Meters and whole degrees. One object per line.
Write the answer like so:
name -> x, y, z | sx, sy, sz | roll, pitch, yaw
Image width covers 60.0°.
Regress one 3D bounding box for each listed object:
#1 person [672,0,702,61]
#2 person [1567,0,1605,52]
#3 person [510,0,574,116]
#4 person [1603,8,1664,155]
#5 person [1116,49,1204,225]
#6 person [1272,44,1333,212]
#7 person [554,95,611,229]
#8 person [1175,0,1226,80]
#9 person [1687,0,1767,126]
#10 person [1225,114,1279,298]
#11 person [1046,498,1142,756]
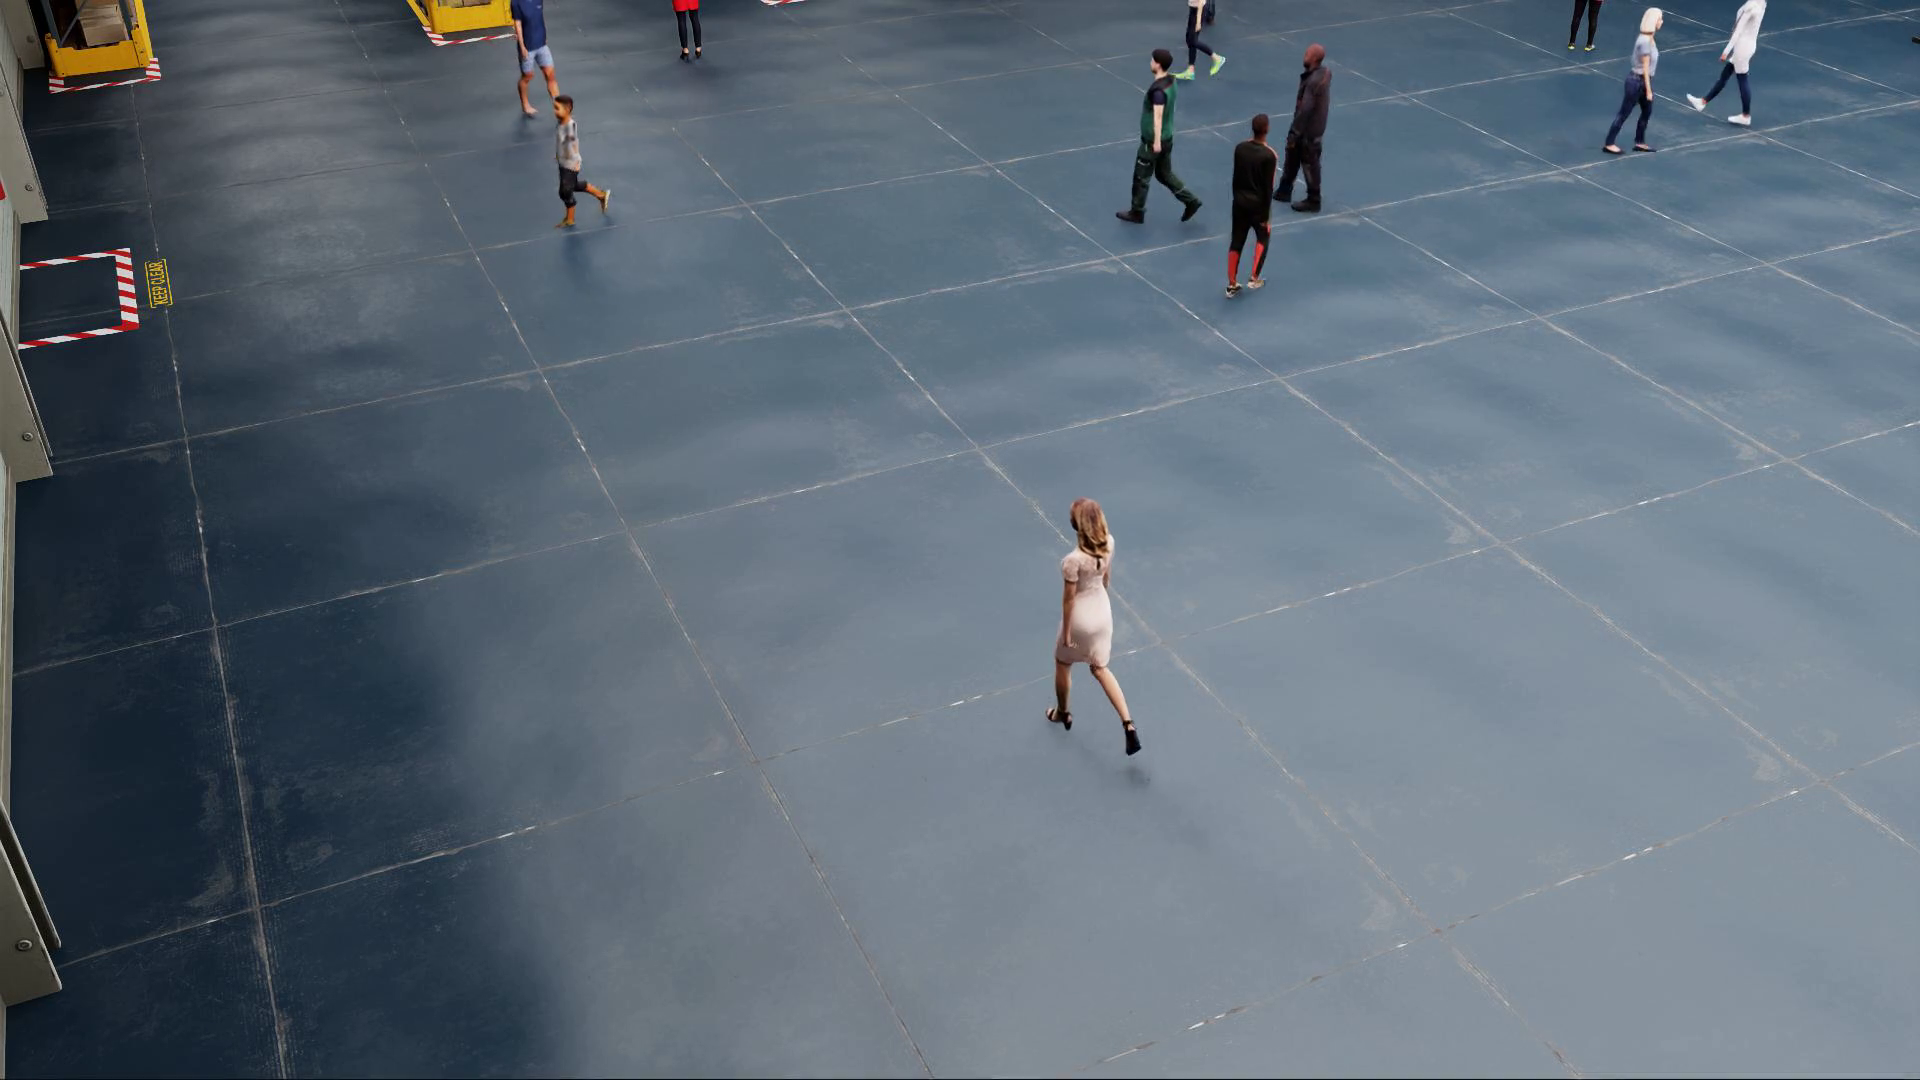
person -> -3.725, -7.405, 22.518 | 0.599, 1.748, 0.592 | -14, 35, -20
person -> 8.697, -7.568, 22.949 | 0.613, 1.552, 0.685 | 14, 36, 20
person -> -5.317, -6.090, 20.453 | 1.220, 1.797, 0.923 | 27, 42, 35
person -> 7.788, -5.311, 19.341 | 0.932, 1.702, 0.845 | 16, 36, 23
person -> 2.162, -4.199, 17.472 | 1.224, 1.877, 1.157 | 12, 35, 17
person -> 3.846, -4.396, 17.836 | 1.064, 1.809, 1.010 | 10, 34, 15
person -> -4.122, -4.092, 17.706 | 0.735, 1.442, 0.913 | -22, 39, -30
person -> 3.190, -6.843, 21.710 | 0.881, 1.687, 0.912 | 0, 33, 1
person -> 9.601, -5.904, 20.220 | 1.172, 1.738, 0.920 | 25, 41, 33
person -> 2.747, -3.176, 15.980 | 0.829, 1.789, 0.879 | 18, 37, 26
person -> 0.841, 0.561, 10.217 | 0.712, 1.806, 1.082 | -22, 39, -30
